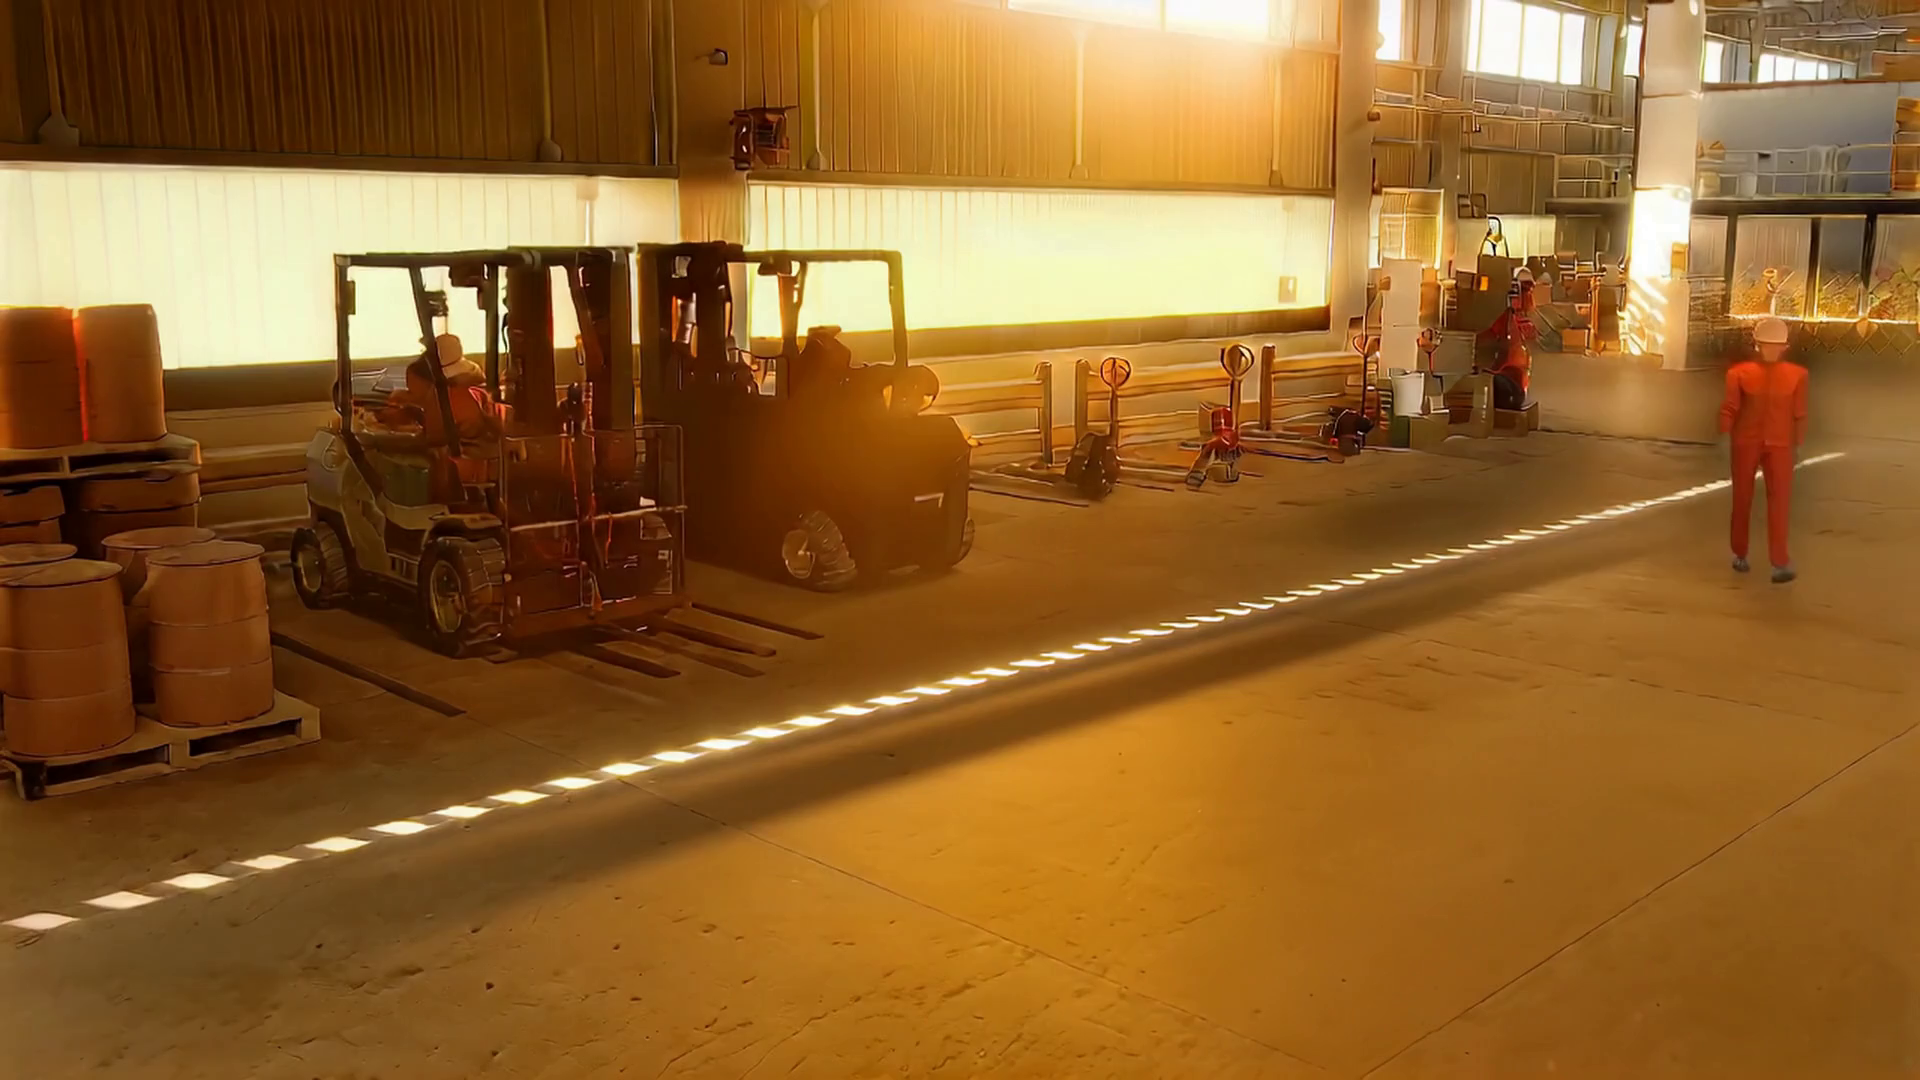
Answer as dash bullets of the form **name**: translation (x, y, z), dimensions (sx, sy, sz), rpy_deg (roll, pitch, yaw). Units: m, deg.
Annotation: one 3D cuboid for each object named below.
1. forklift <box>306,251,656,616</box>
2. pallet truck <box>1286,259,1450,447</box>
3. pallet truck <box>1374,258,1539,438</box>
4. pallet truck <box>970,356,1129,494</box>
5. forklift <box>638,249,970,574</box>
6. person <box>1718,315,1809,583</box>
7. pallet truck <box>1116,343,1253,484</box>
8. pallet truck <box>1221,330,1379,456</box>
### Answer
- **forklift**: translation (-2.833, -0.669, 9.694), dimensions (1.157, 1.987, 2.680), rpy_deg (-10, 14, -44)
- **pallet truck**: translation (4.493, -2.078, 18.196), dimensions (0.823, 1.965, 1.885), rpy_deg (-9, 14, -40)
- **pallet truck**: translation (5.704, -2.208, 18.901), dimensions (1.885, 1.965, 0.823), rpy_deg (10, 14, 43)
- **pallet truck**: translation (0.784, -1.085, 14.876), dimensions (0.680, 1.201, 1.601), rpy_deg (-10, 14, -44)
- **forklift**: translation (-1.173, -0.958, 11.239), dimensions (2.680, 1.987, 1.157), rpy_deg (10, 14, 43)
- **person**: translation (5.189, -0.580, 10.738), dimensions (0.550, 1.719, 0.867), rpy_deg (2, 11, 13)
- **pallet truck**: translation (1.962, -1.215, 15.415), dimensions (1.522, 1.261, 0.704), rpy_deg (10, 14, 43)
- **pallet truck**: translation (3.563, -1.581, 17.381), dimensions (0.653, 1.274, 1.630), rpy_deg (-10, 14, -44)
